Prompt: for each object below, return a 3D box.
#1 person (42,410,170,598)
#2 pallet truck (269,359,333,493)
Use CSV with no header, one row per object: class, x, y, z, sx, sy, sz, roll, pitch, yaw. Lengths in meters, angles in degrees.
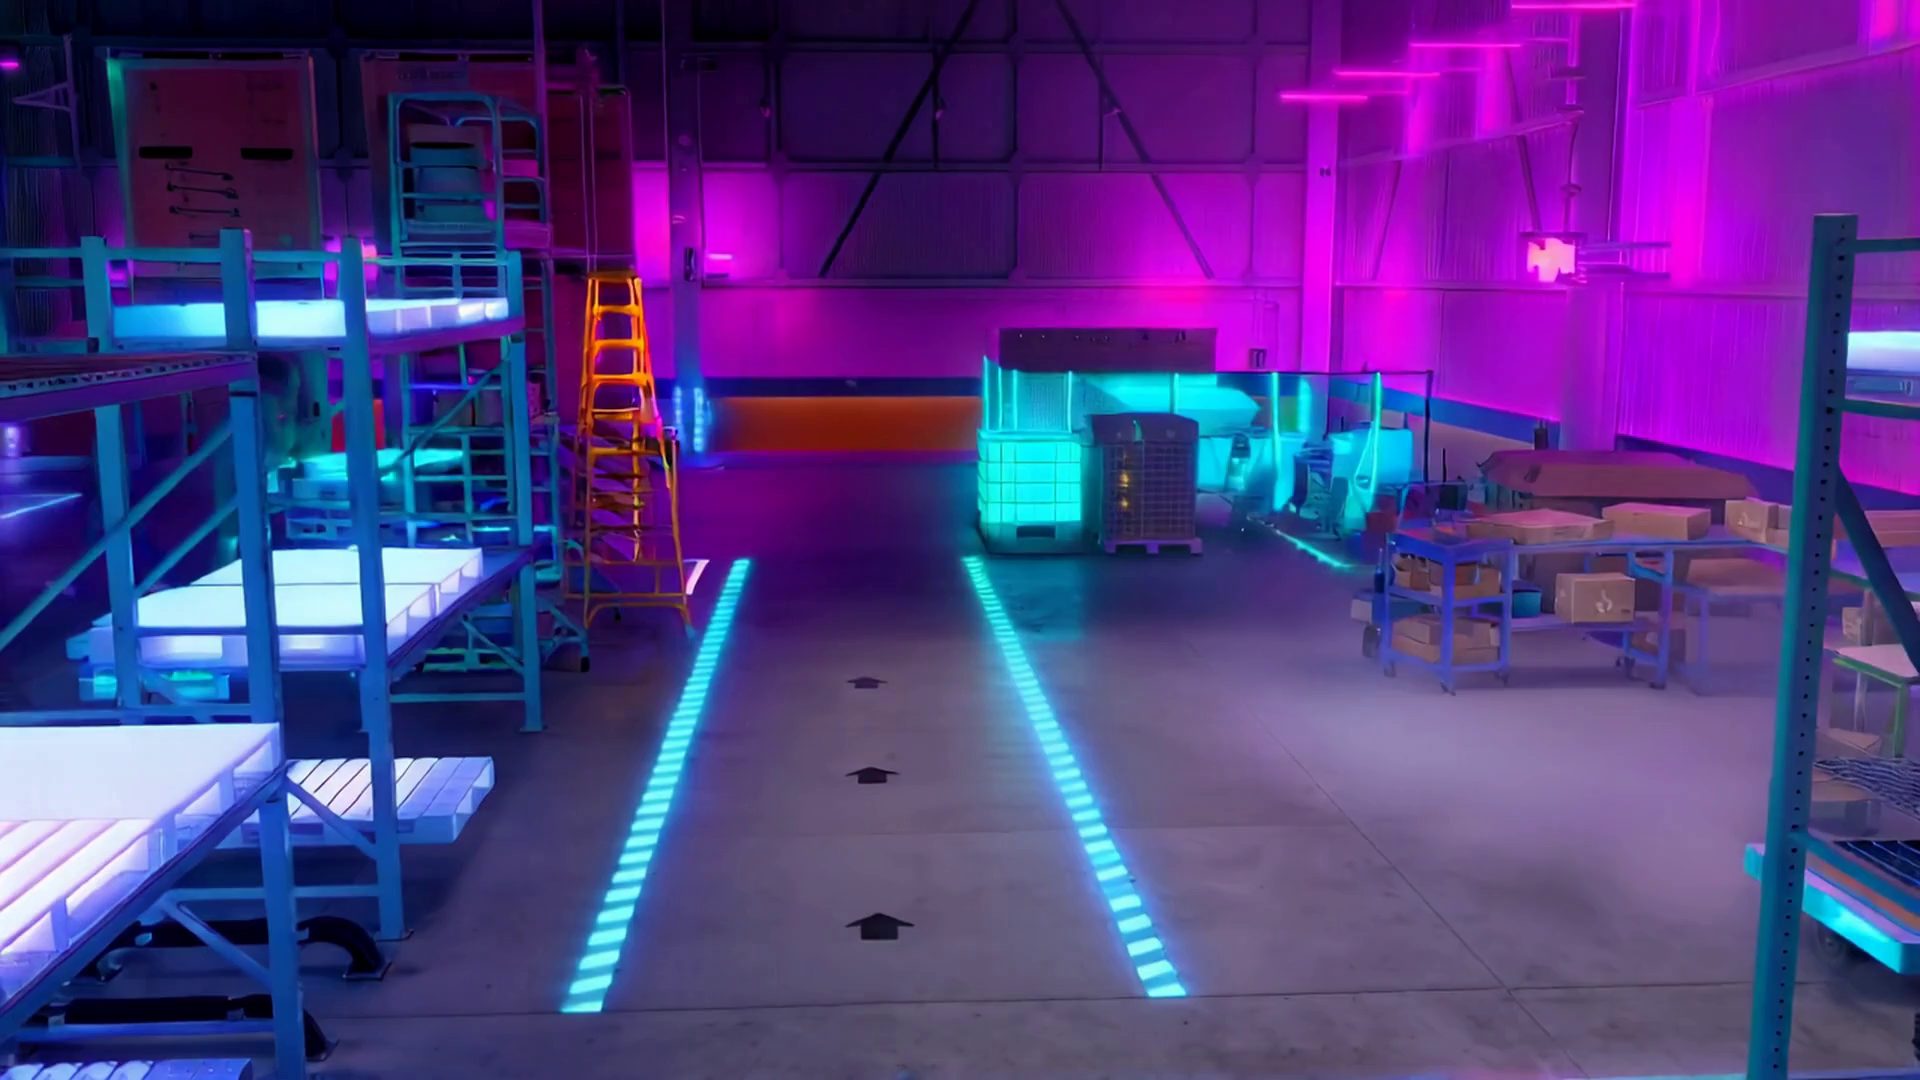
person,-7.584,-0.395,14.732,1.051,1.876,0.653,-4,10,-24
pallet truck,-7.062,-1.131,18.996,1.885,1.965,0.823,2,9,13
